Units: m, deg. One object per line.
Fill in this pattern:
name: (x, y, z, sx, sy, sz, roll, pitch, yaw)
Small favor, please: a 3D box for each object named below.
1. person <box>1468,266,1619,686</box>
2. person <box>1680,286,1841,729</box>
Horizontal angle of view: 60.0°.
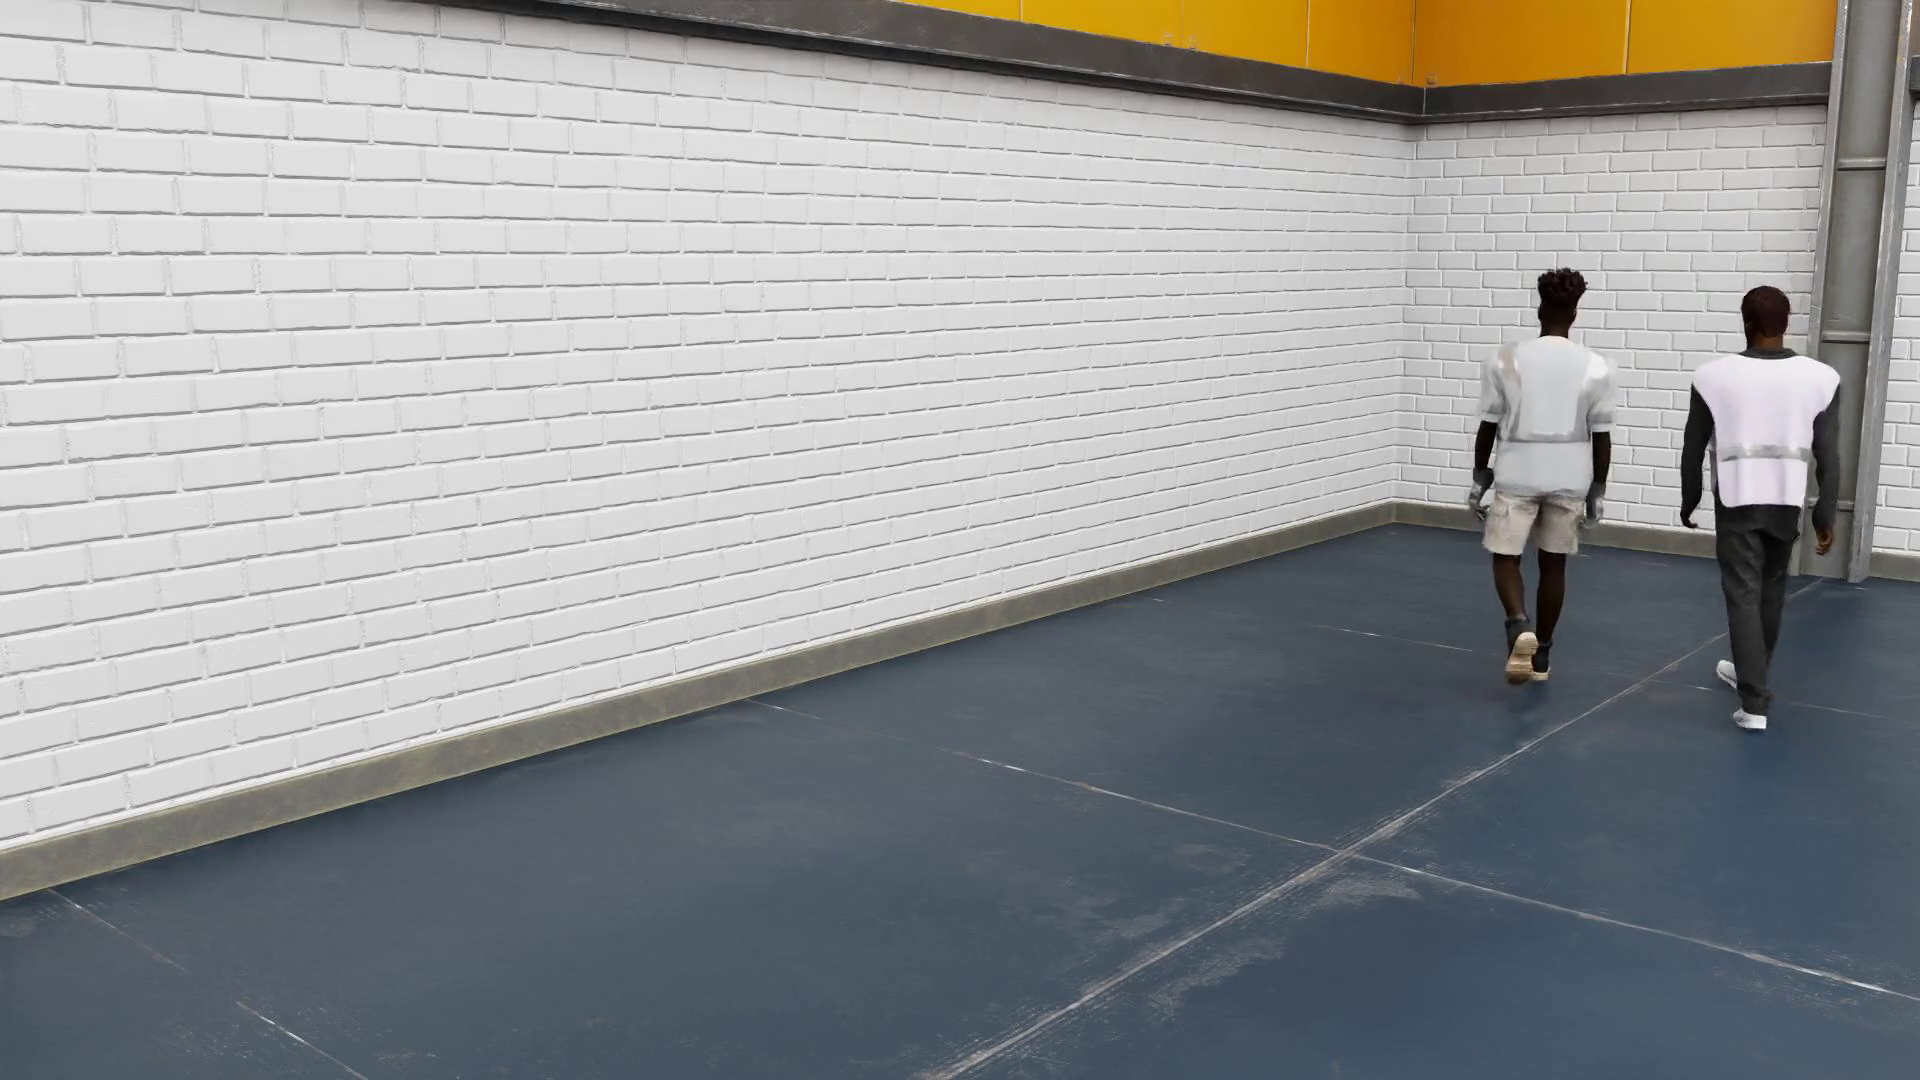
person: (2.661, -0.271, 7.604, 0.625, 1.943, 0.712, 2, 10, 13)
person: (3.447, -0.157, 7.205, 0.588, 1.871, 0.946, 1, 10, 8)
